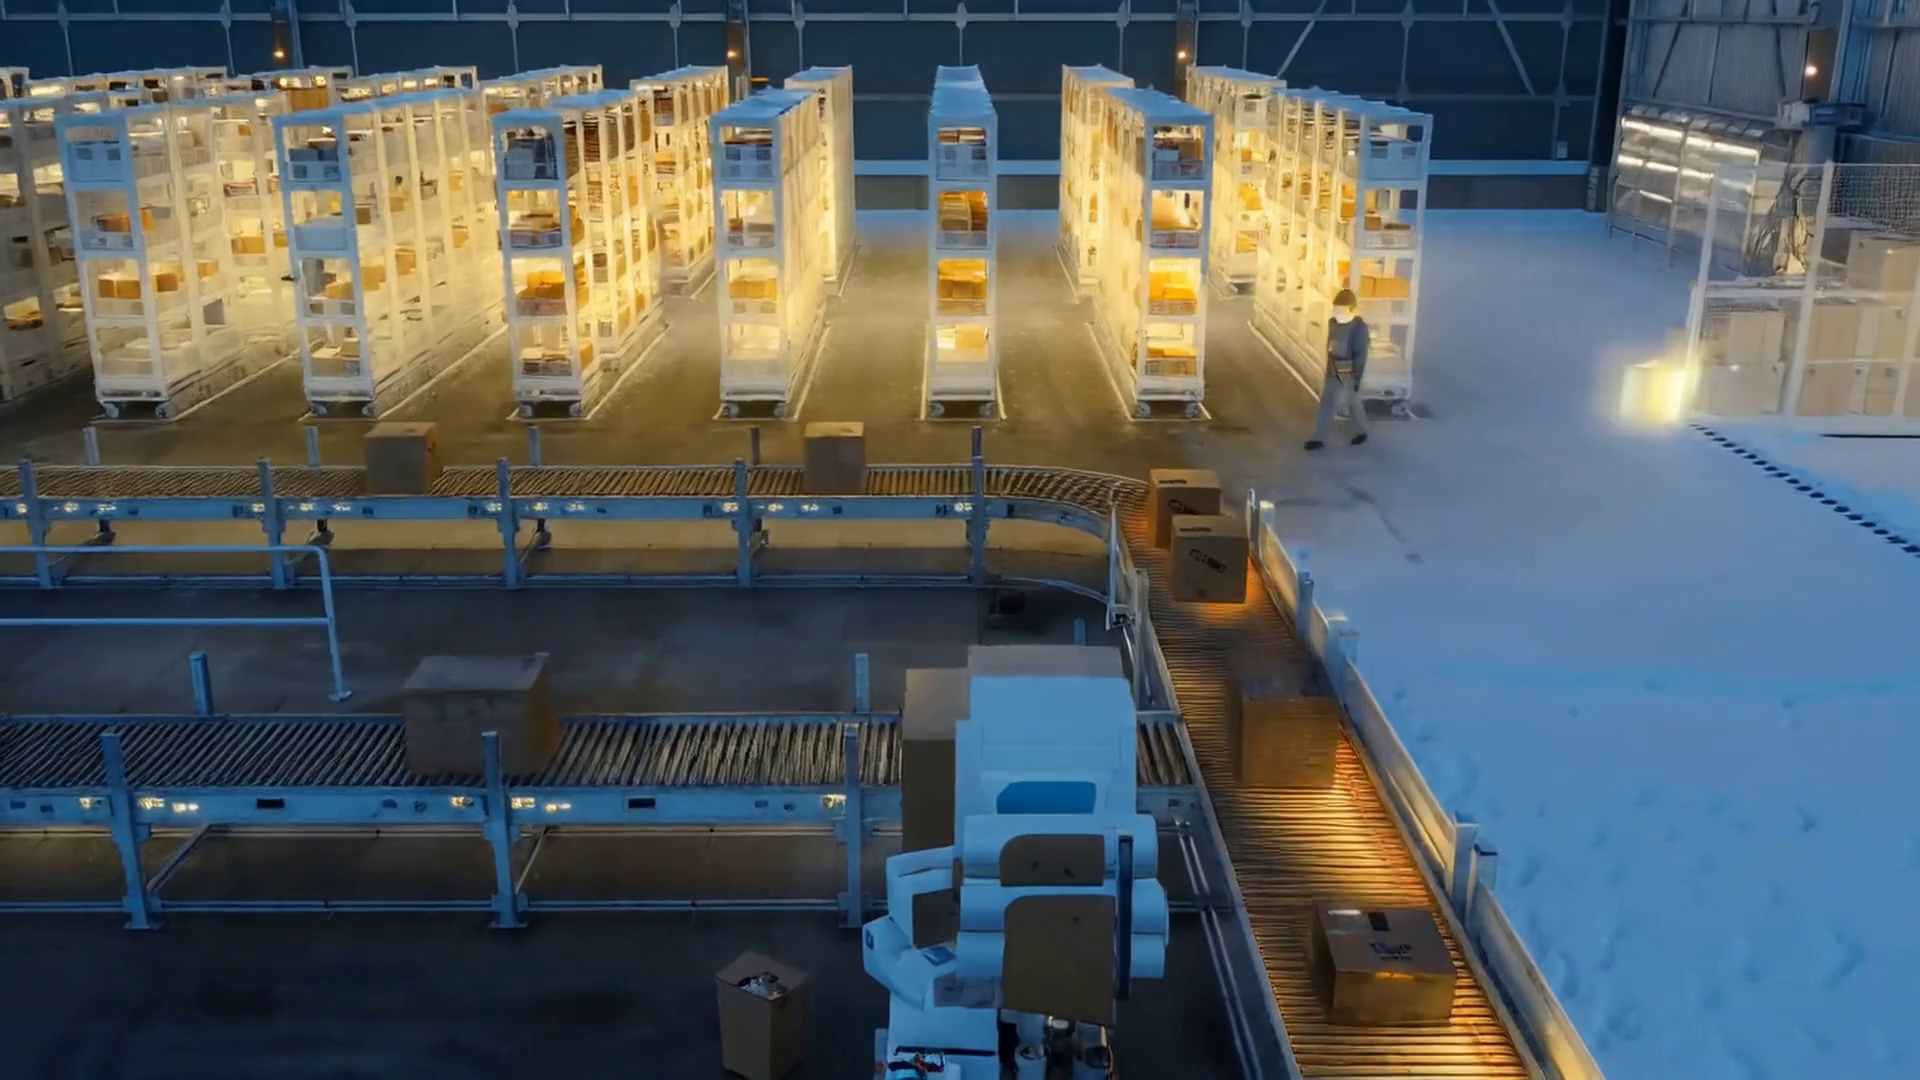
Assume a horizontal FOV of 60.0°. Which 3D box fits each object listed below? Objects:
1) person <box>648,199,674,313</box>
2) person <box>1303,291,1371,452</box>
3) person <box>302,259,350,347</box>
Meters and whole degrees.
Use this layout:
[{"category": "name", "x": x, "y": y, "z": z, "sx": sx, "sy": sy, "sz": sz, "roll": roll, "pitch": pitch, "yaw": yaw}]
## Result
[{"category": "person", "x": -4.812, "y": -4.540, "z": 26.647, "sx": 0.449, "sy": 1.833, "sz": 0.592, "roll": 2, "pitch": 18, "yaw": 5}, {"category": "person", "x": 4.290, "y": -1.888, "z": 18.572, "sx": 0.915, "sy": 1.788, "sz": 0.607, "roll": -13, "pitch": 22, "yaw": -34}, {"category": "person", "x": -8.890, "y": -3.545, "z": 23.424, "sx": 0.645, "sy": 1.943, "sz": 1.048, "roll": -2, "pitch": 18, "yaw": -8}]
